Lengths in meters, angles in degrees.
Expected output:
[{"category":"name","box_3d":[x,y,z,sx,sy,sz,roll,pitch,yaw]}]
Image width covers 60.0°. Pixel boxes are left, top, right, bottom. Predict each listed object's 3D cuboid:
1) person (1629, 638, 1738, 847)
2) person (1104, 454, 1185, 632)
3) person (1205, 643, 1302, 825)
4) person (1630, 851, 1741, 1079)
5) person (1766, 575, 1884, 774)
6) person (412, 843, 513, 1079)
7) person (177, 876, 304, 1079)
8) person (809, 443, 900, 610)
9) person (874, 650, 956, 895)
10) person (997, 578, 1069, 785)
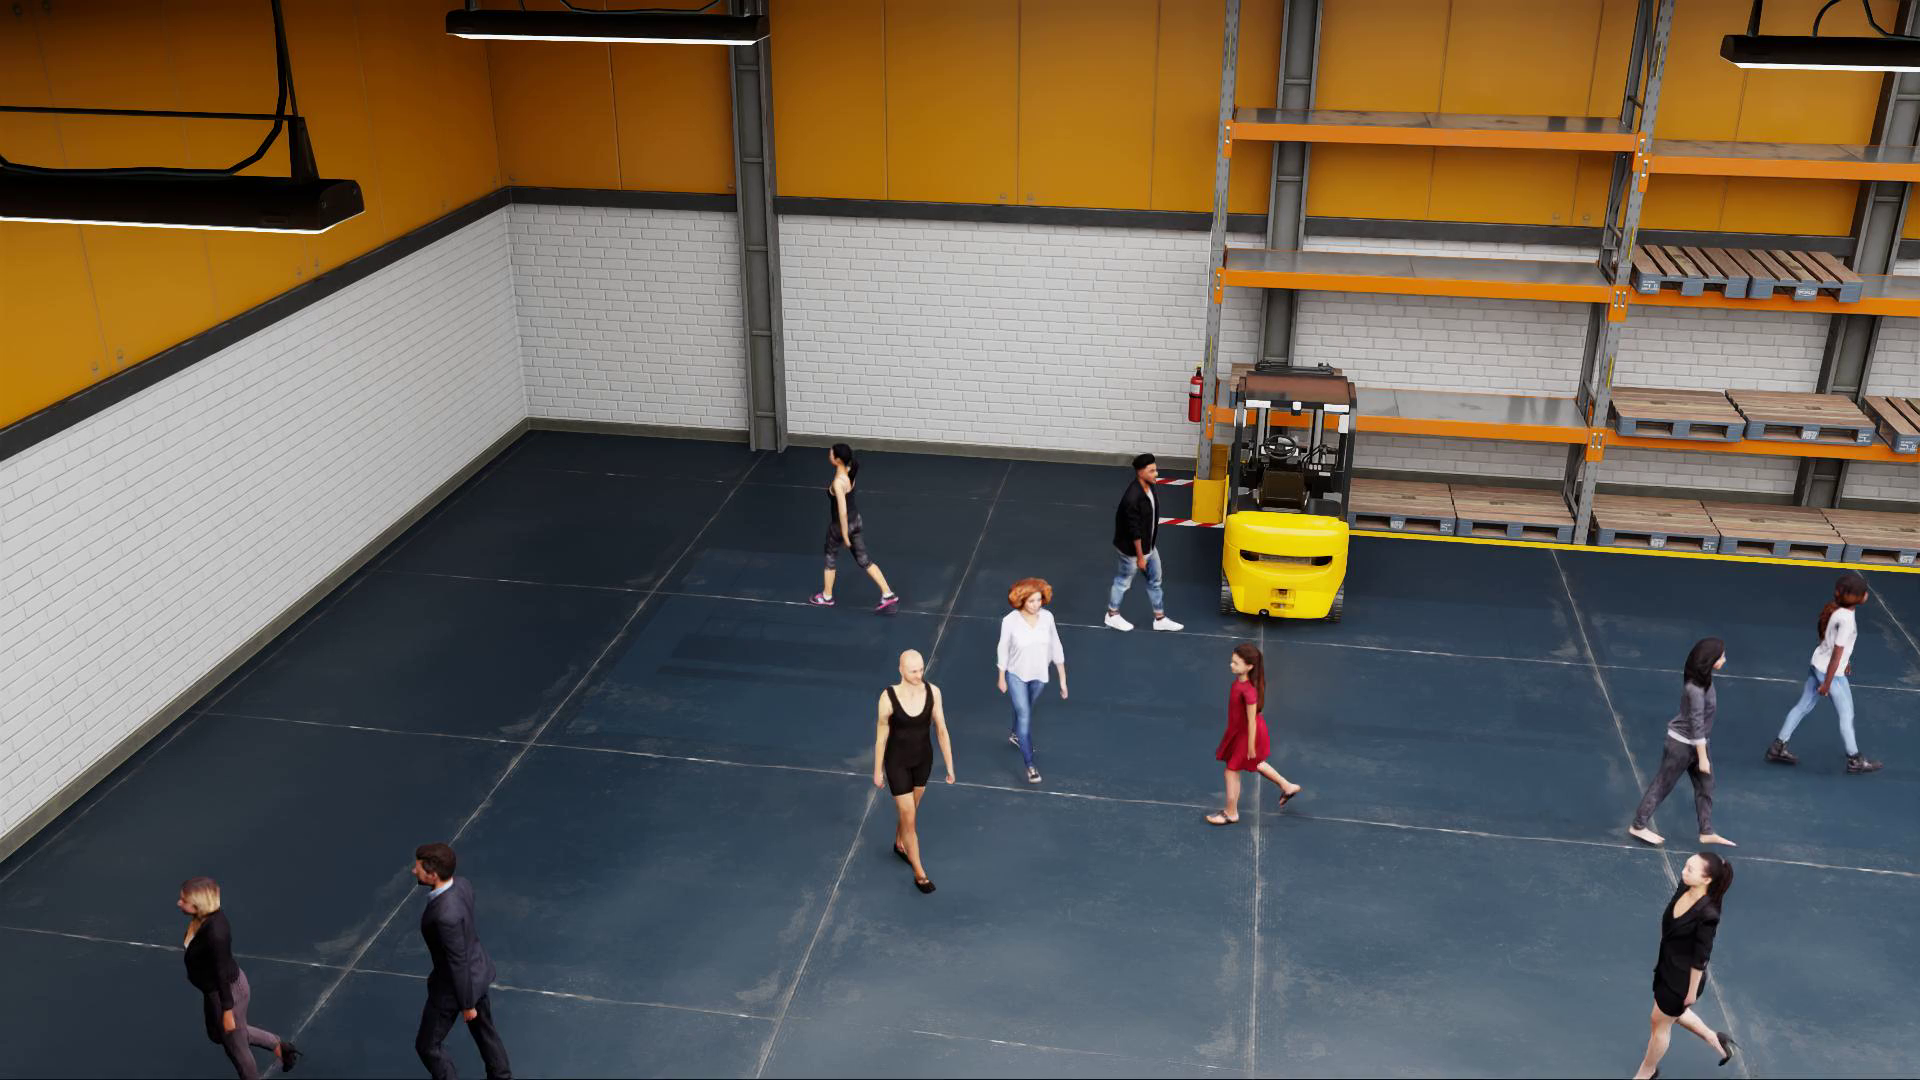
[{"category":"person","box_3d":[5.221,1.493,12.204,1.032,1.733,0.762,10,26,22]},{"category":"person","box_3d":[1.560,0.025,15.499,1.105,1.783,0.932,16,28,32]},{"category":"person","box_3d":[2.223,1.453,12.553,0.984,1.525,0.638,2,24,5]},{"category":"person","box_3d":[4.331,2.571,9.804,0.918,1.680,0.668,1,24,1]},{"category":"person","box_3d":[6.827,1.060,13.251,1.042,1.687,0.586,4,24,10]},{"category":"person","box_3d":[-2.817,2.551,9.636,0.835,1.850,0.726,-1,24,-2]},{"category":"person","box_3d":[-4.167,2.639,9.672,0.884,1.660,0.825,-16,28,-32]},{"category":"person","box_3d":[-0.989,-0.090,15.881,1.183,1.687,0.731,9,25,21]},{"category":"person","box_3d":[-0.411,1.566,11.967,1.033,1.789,1.072,-13,27,-28]},{"category":"person","box_3d":[0.502,1.033,13.334,1.153,1.671,1.084,-11,26,-23]}]
